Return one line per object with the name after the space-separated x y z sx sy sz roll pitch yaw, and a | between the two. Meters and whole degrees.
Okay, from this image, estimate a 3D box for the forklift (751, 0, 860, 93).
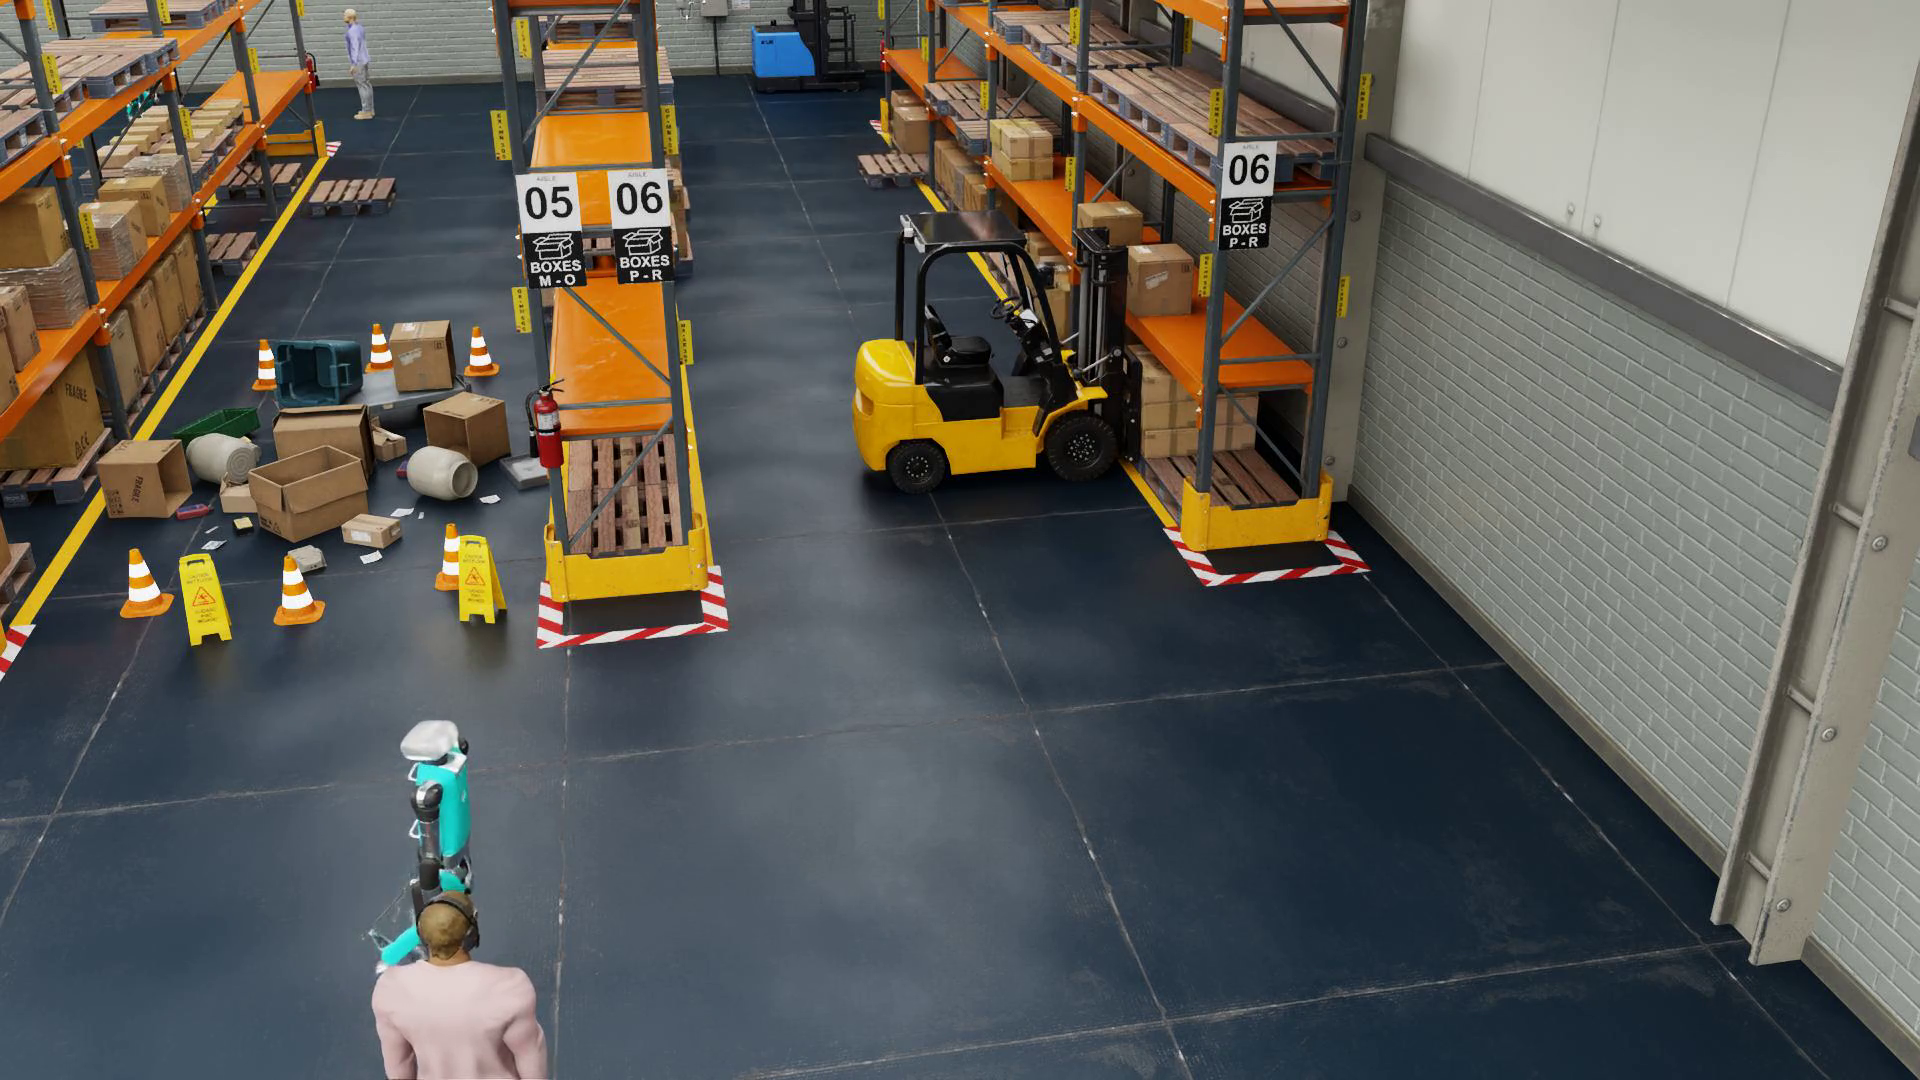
-2.872 -9.679 30.288 1.873 2.768 1.129 -5 26 -10 | forklift

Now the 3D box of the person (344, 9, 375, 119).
-10.156 -8.052 28.132 0.395 1.799 0.586 -2 26 -3 | person

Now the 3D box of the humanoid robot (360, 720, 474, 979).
-2.615 1.702 7.976 0.655 1.870 0.543 0 26 1 | humanoid robot

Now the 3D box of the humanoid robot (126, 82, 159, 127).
-12.772 -6.970 25.795 0.735 1.676 0.533 22 33 38 | humanoid robot

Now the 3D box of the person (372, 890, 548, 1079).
-1.928 2.210 6.600 0.628 1.940 0.379 1 26 1 | person

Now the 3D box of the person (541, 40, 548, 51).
-6.668 -7.636 27.234 0.611 1.824 0.570 -13 29 -25 | person

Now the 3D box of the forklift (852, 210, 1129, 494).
0.216 -1.659 14.366 2.313 2.155 1.214 -5 26 -10 | forklift
